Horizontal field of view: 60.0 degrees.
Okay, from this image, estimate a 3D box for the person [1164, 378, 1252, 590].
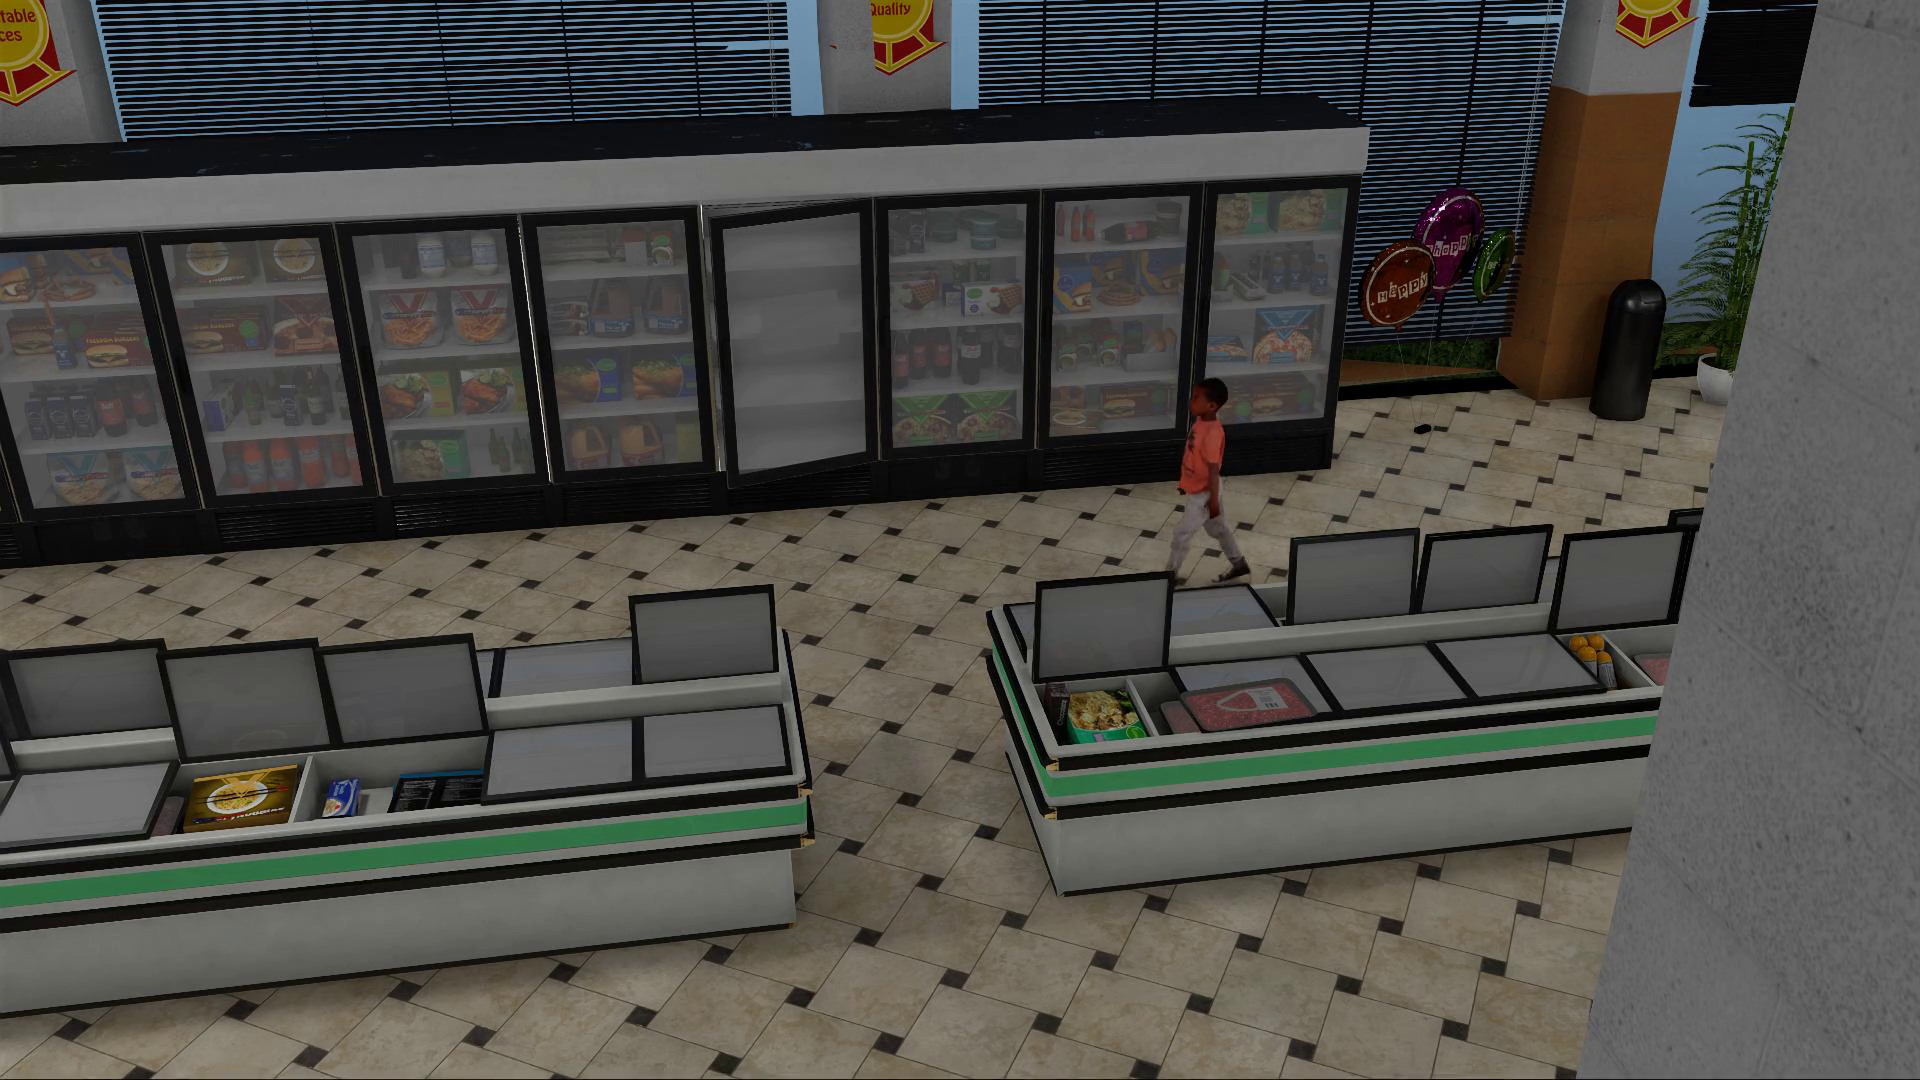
[{"bbox_3d":[1.443,-0.297,9.421,0.912,1.288,0.578,-1,27,-2],"label":"person"}]
